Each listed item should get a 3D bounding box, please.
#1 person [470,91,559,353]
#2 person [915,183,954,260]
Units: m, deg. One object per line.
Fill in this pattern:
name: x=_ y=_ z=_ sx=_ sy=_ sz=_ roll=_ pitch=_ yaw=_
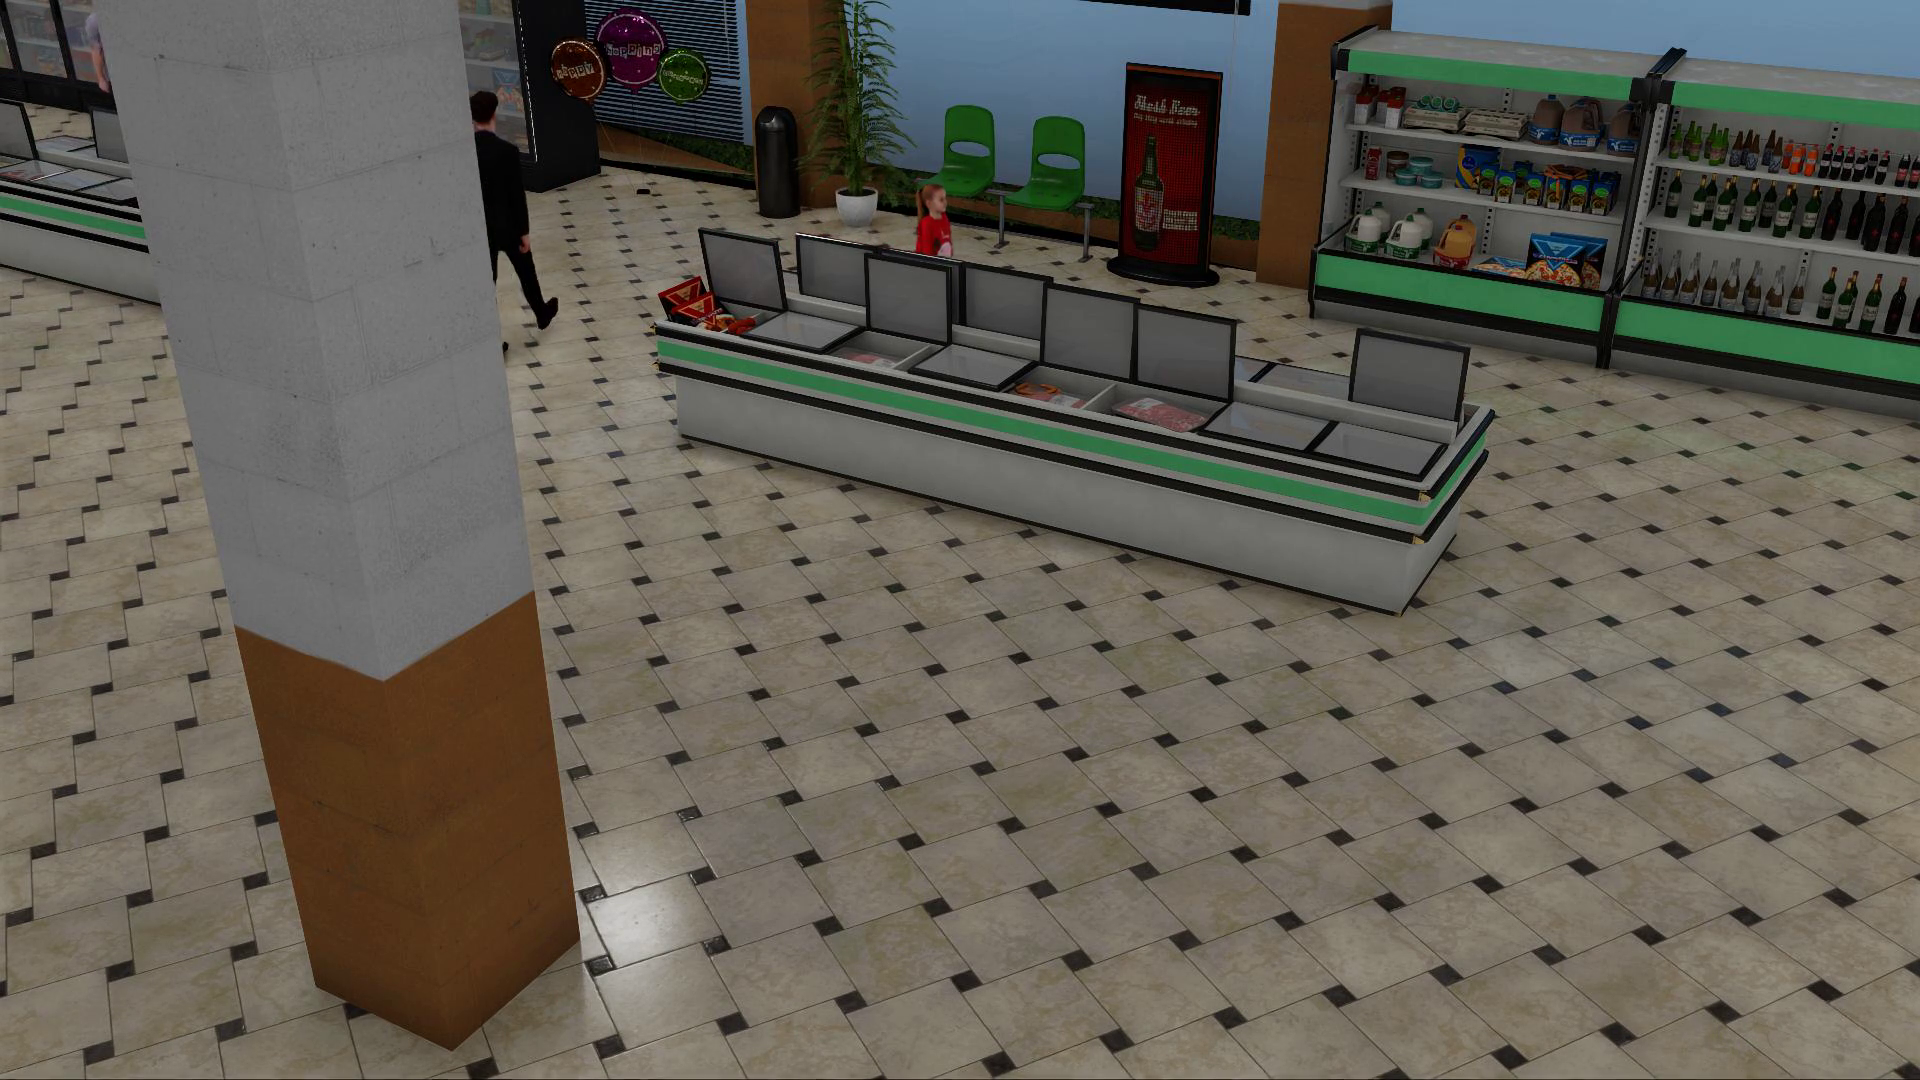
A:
person: x=-3.336 y=-2.173 z=11.814 sx=1.208 sy=1.837 sz=1.060 roll=5 pitch=27 yaw=9
person: x=-0.242 y=-1.924 z=11.970 sx=0.892 sy=1.253 sz=0.508 roll=15 pitch=30 yaw=27
